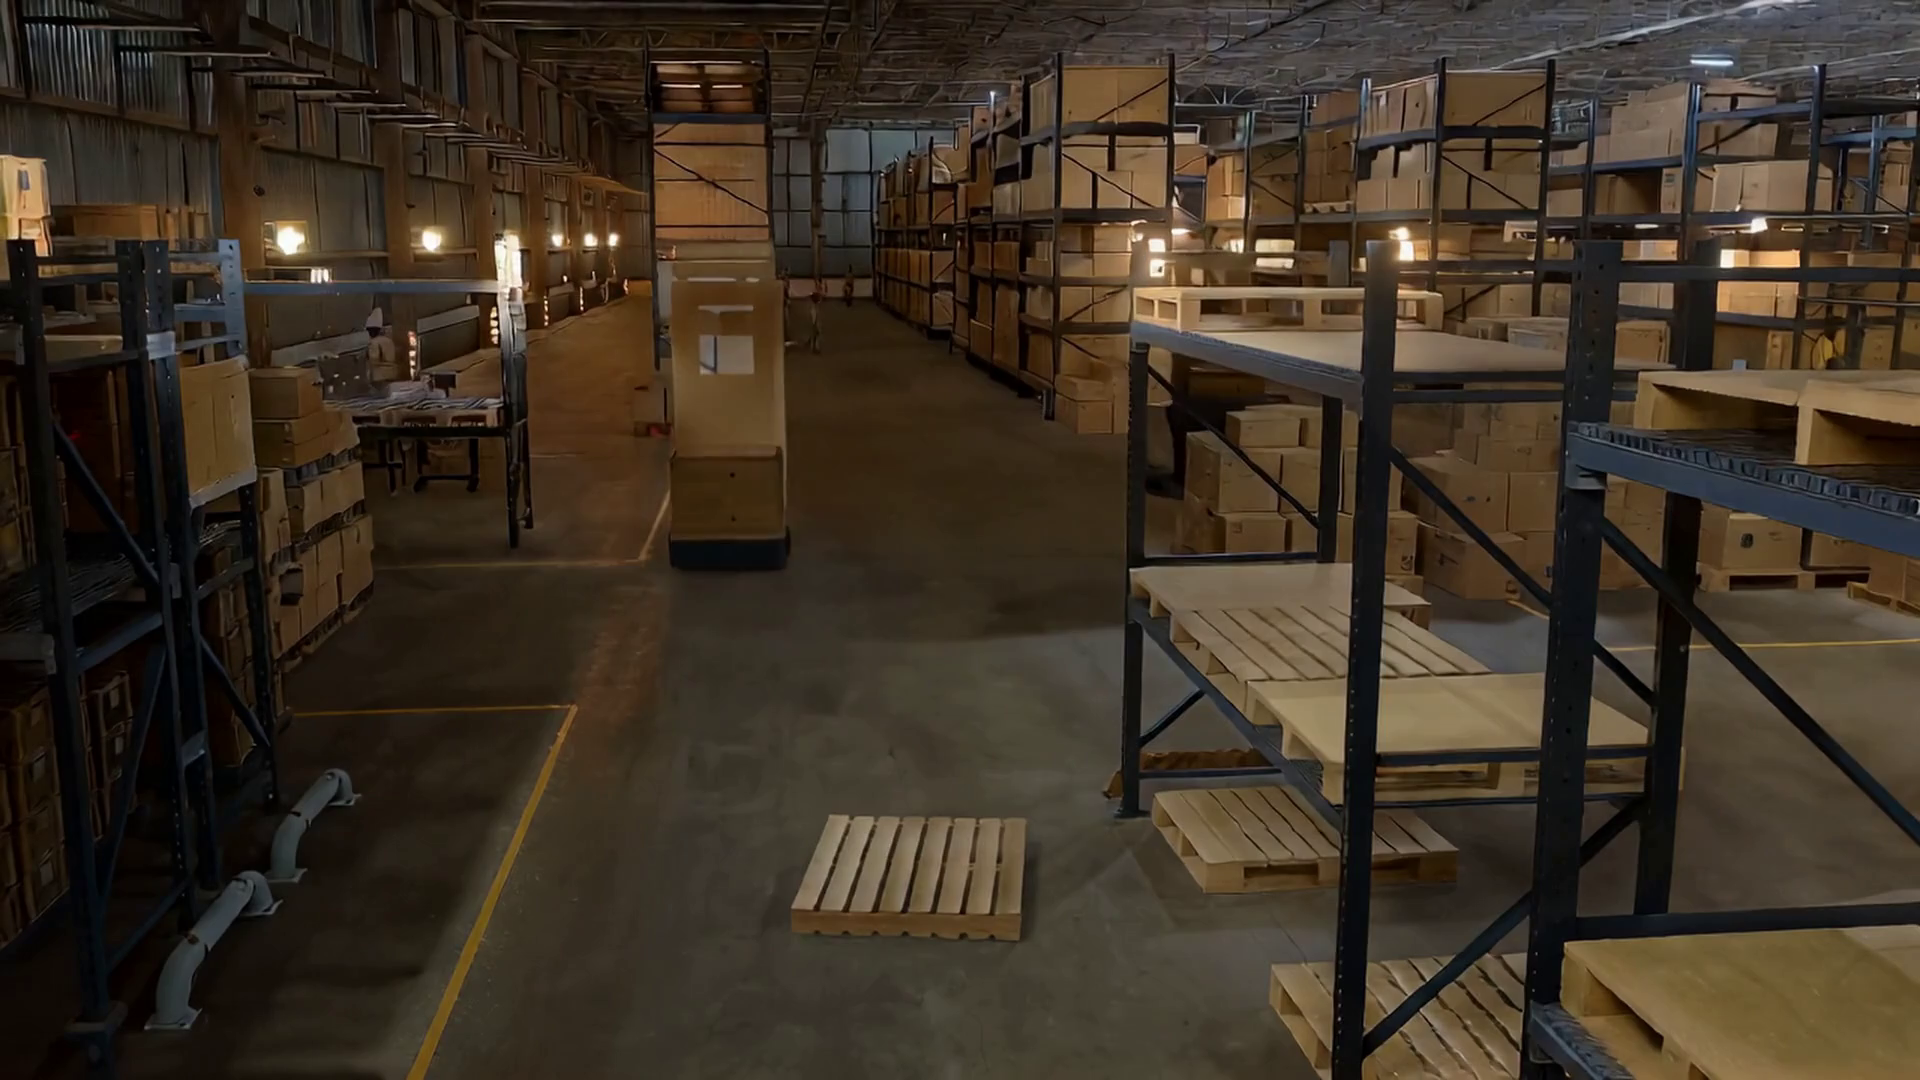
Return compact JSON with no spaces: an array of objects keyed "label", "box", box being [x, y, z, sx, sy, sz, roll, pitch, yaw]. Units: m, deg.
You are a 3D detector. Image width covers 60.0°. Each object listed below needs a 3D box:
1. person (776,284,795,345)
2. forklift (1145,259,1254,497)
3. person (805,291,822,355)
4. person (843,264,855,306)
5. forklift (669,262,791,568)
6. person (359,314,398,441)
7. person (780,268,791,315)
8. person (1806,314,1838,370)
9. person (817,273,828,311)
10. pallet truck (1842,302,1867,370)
[{"label":"person","box":[-5.242,-6.562,48.297,0.963,1.794,0.596,0,10,2]},{"label":"forklift","box":[2.926,-1.918,19.562,1.129,2.768,1.873,-4,11,-23]},{"label":"person","box":[-3.859,-5.761,44.150,0.395,1.682,0.557,0,10,-2]},{"label":"person","box":[-5.117,-11.716,76.480,0.556,1.923,0.479,2,11,13]},{"label":"forklift","box":[-2.207,-1.243,15.822,1.129,2.768,1.873,-1,10,-6]},{"label":"person","box":[-8.790,-2.443,25.169,0.593,1.941,0.562,2,10,12]},{"label":"person","box":[-7.094,-10.038,67.254,0.409,1.905,0.651,4,11,23]},{"label":"person","box":[13.136,-2.486,25.406,0.397,1.911,0.587,10,14,43]},{"label":"person","box":[-5.931,-10.724,71.862,0.540,1.602,0.707,1,10,8]},{"label":"pallet truck","box":[15.846,-3.142,28.793,1.885,1.965,0.823,2,10,12]}]
